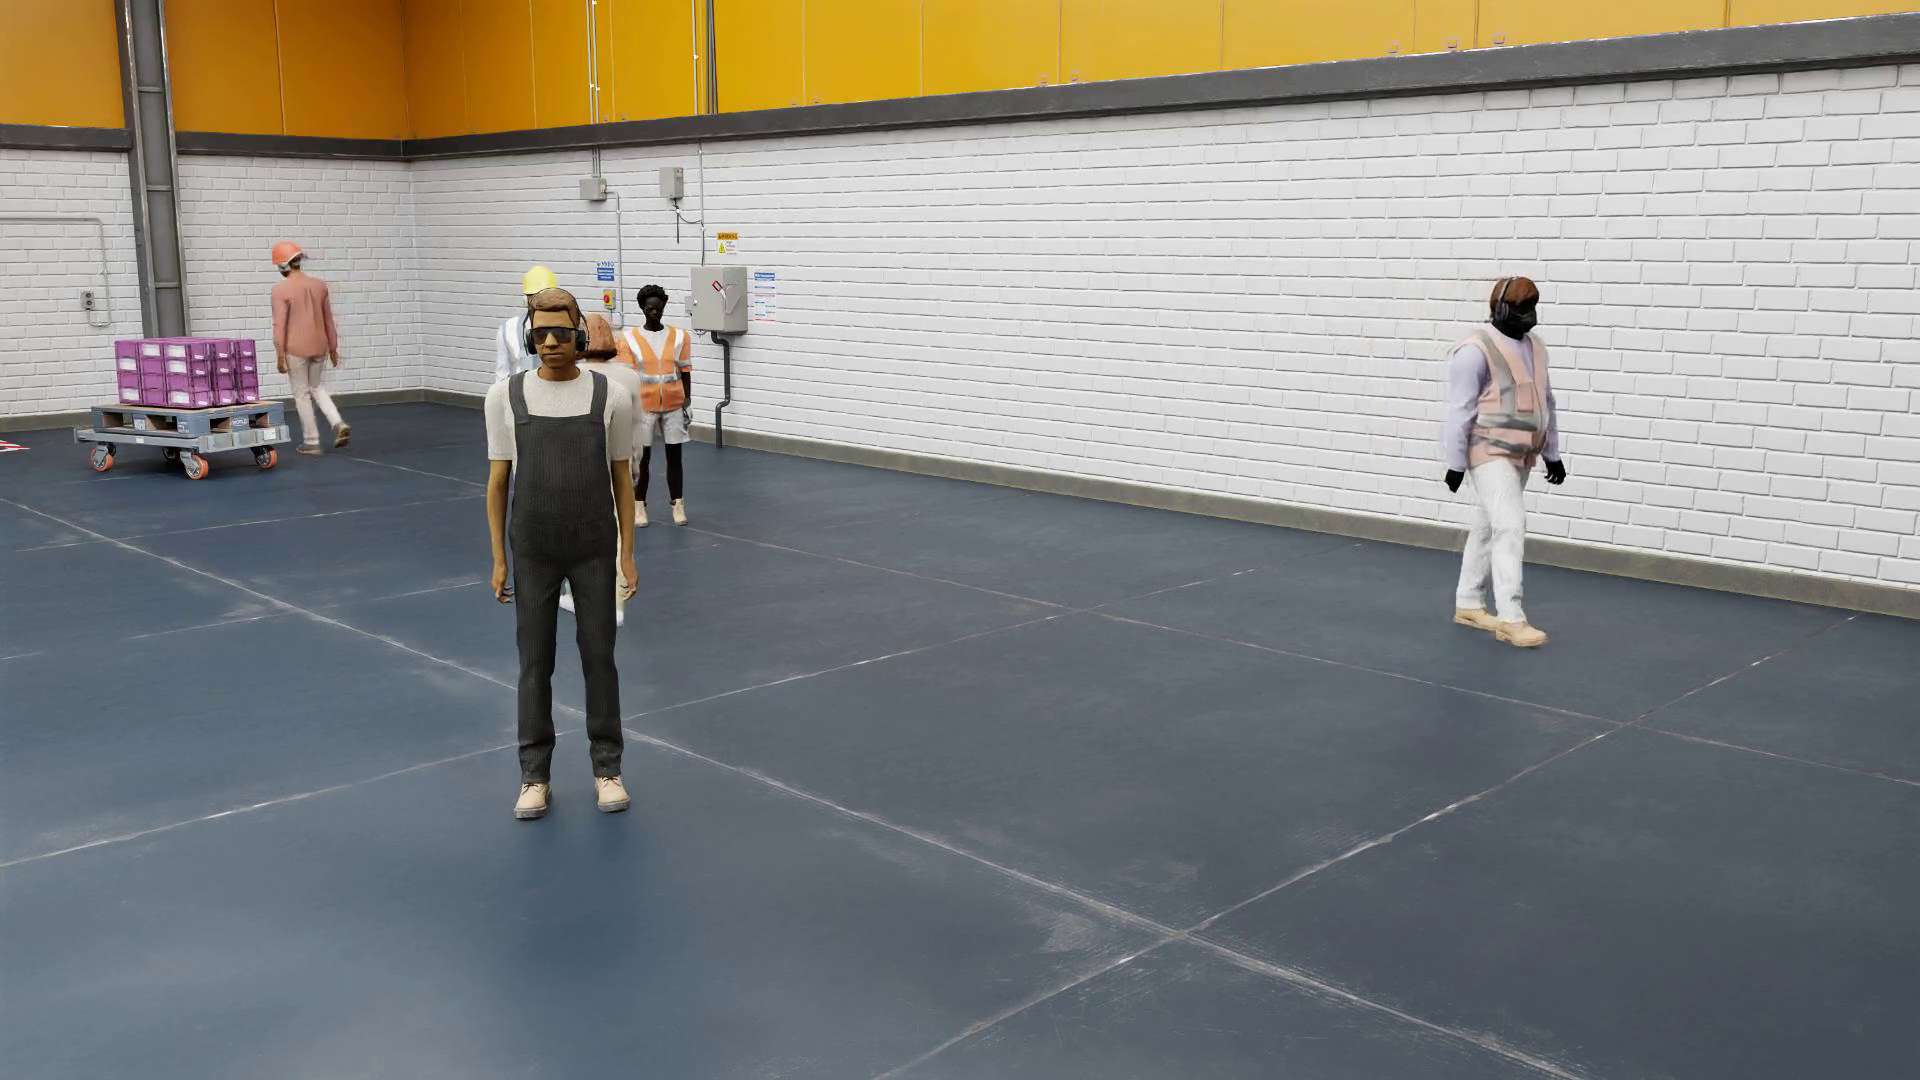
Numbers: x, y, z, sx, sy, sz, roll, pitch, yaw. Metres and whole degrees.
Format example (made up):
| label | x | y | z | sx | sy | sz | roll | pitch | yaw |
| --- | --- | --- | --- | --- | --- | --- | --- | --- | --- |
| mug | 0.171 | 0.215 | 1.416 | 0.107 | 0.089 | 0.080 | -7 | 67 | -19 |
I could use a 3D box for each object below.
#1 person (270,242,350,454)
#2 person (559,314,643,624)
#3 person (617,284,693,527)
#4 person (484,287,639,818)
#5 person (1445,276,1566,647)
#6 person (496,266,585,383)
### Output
| label | x | y | z | sx | sy | sz | roll | pitch | yaw |
| --- | --- | --- | --- | --- | --- | --- | --- | --- | --- |
| person | -6.009 | -1.748 | 15.288 | 0.527 | 1.958 | 0.648 | 6 | 12 | 30 |
| person | -1.944 | -0.384 | 8.786 | 0.533 | 1.606 | 0.699 | -6 | 12 | -30 |
| person | -2.112 | -0.927 | 11.560 | 0.530 | 1.689 | 0.321 | -4 | 11 | -22 |
| person | -1.381 | 0.050 | 5.806 | 0.509 | 1.846 | 0.342 | -3 | 11 | -14 |
| person | 2.805 | -0.394 | 8.316 | 0.631 | 1.814 | 0.791 | -9 | 14 | -40 |
| person | -2.582 | -0.780 | 10.362 | 0.587 | 1.835 | 0.404 | -2 | 11 | -13 |
